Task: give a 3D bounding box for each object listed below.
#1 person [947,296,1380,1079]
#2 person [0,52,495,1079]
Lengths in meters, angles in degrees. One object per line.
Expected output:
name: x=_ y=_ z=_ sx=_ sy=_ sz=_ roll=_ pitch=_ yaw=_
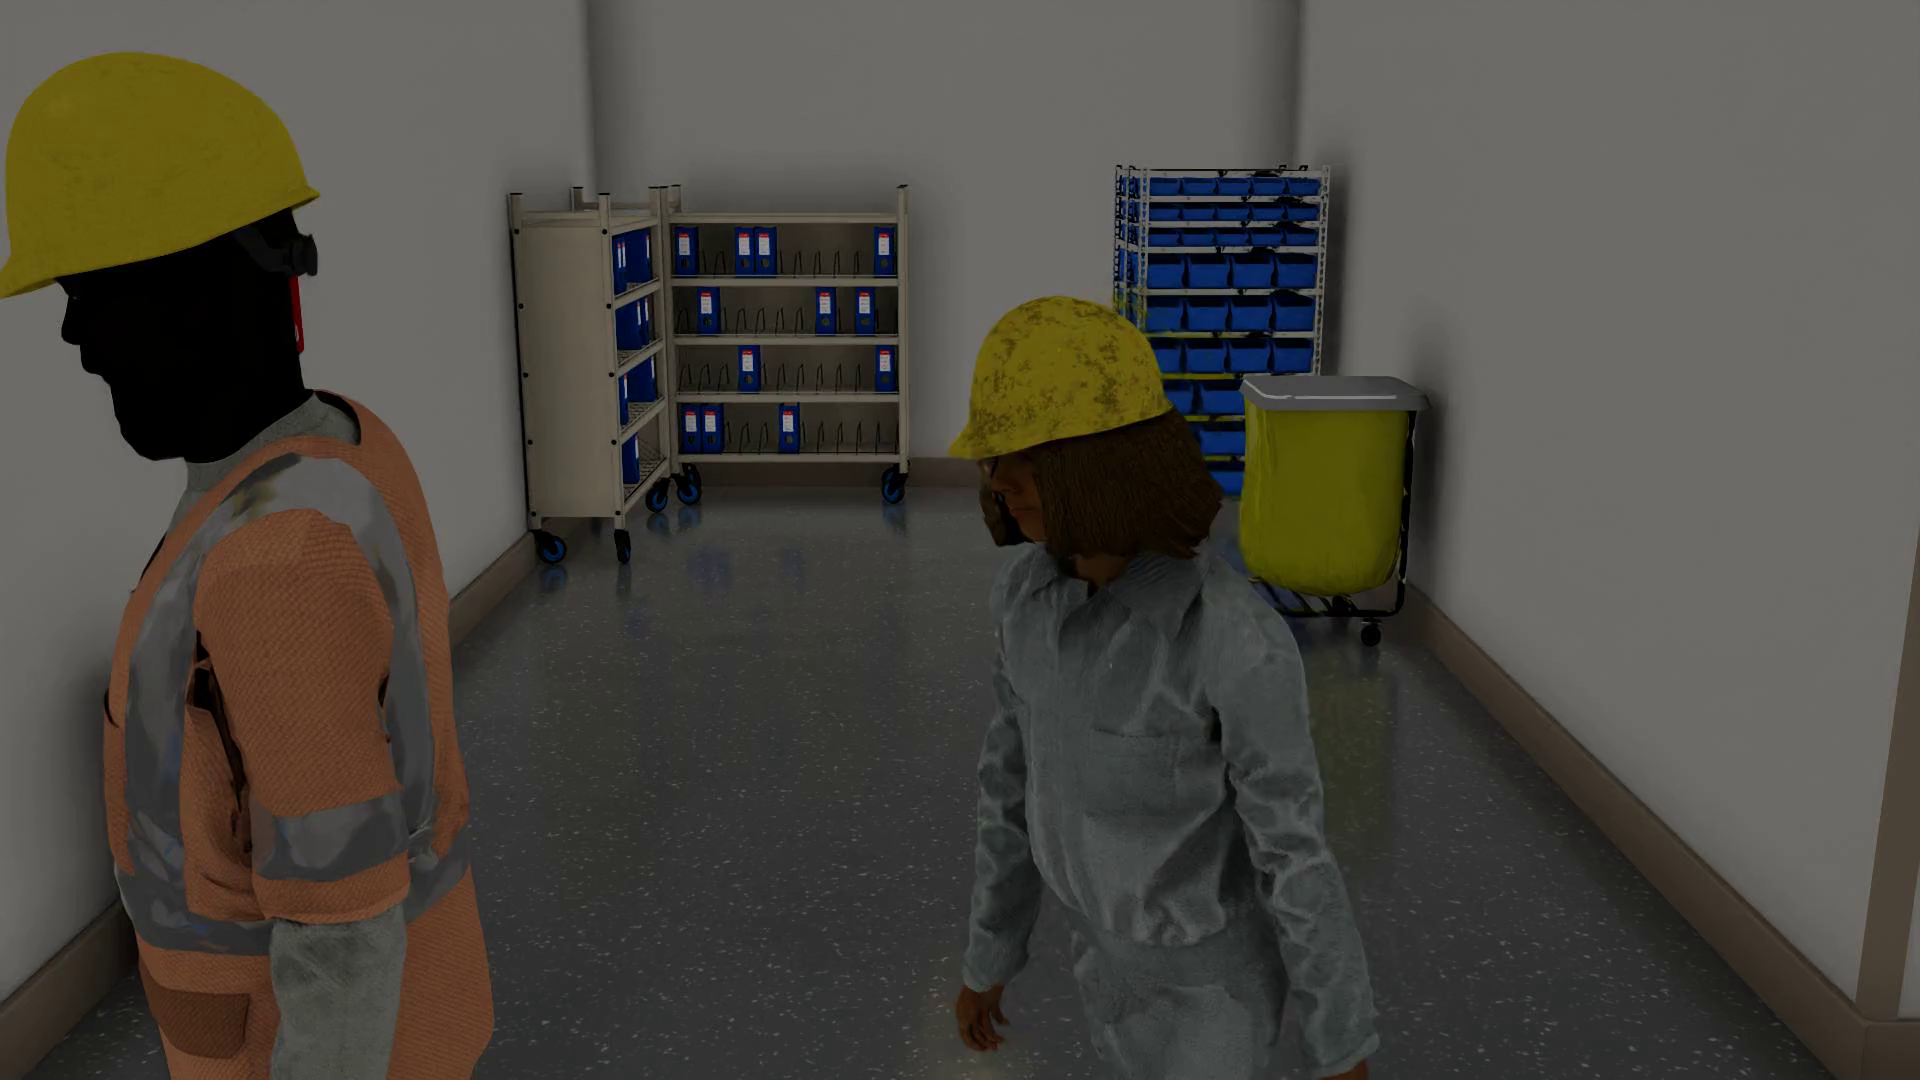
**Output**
person: x=0.236 y=0.538 z=2.051 sx=0.896 sy=1.678 sz=0.491 roll=-8 pitch=15 yaw=-29
person: x=-0.663 y=0.512 z=1.661 sx=0.381 sy=1.917 sz=0.585 roll=-5 pitch=14 yaw=-19
